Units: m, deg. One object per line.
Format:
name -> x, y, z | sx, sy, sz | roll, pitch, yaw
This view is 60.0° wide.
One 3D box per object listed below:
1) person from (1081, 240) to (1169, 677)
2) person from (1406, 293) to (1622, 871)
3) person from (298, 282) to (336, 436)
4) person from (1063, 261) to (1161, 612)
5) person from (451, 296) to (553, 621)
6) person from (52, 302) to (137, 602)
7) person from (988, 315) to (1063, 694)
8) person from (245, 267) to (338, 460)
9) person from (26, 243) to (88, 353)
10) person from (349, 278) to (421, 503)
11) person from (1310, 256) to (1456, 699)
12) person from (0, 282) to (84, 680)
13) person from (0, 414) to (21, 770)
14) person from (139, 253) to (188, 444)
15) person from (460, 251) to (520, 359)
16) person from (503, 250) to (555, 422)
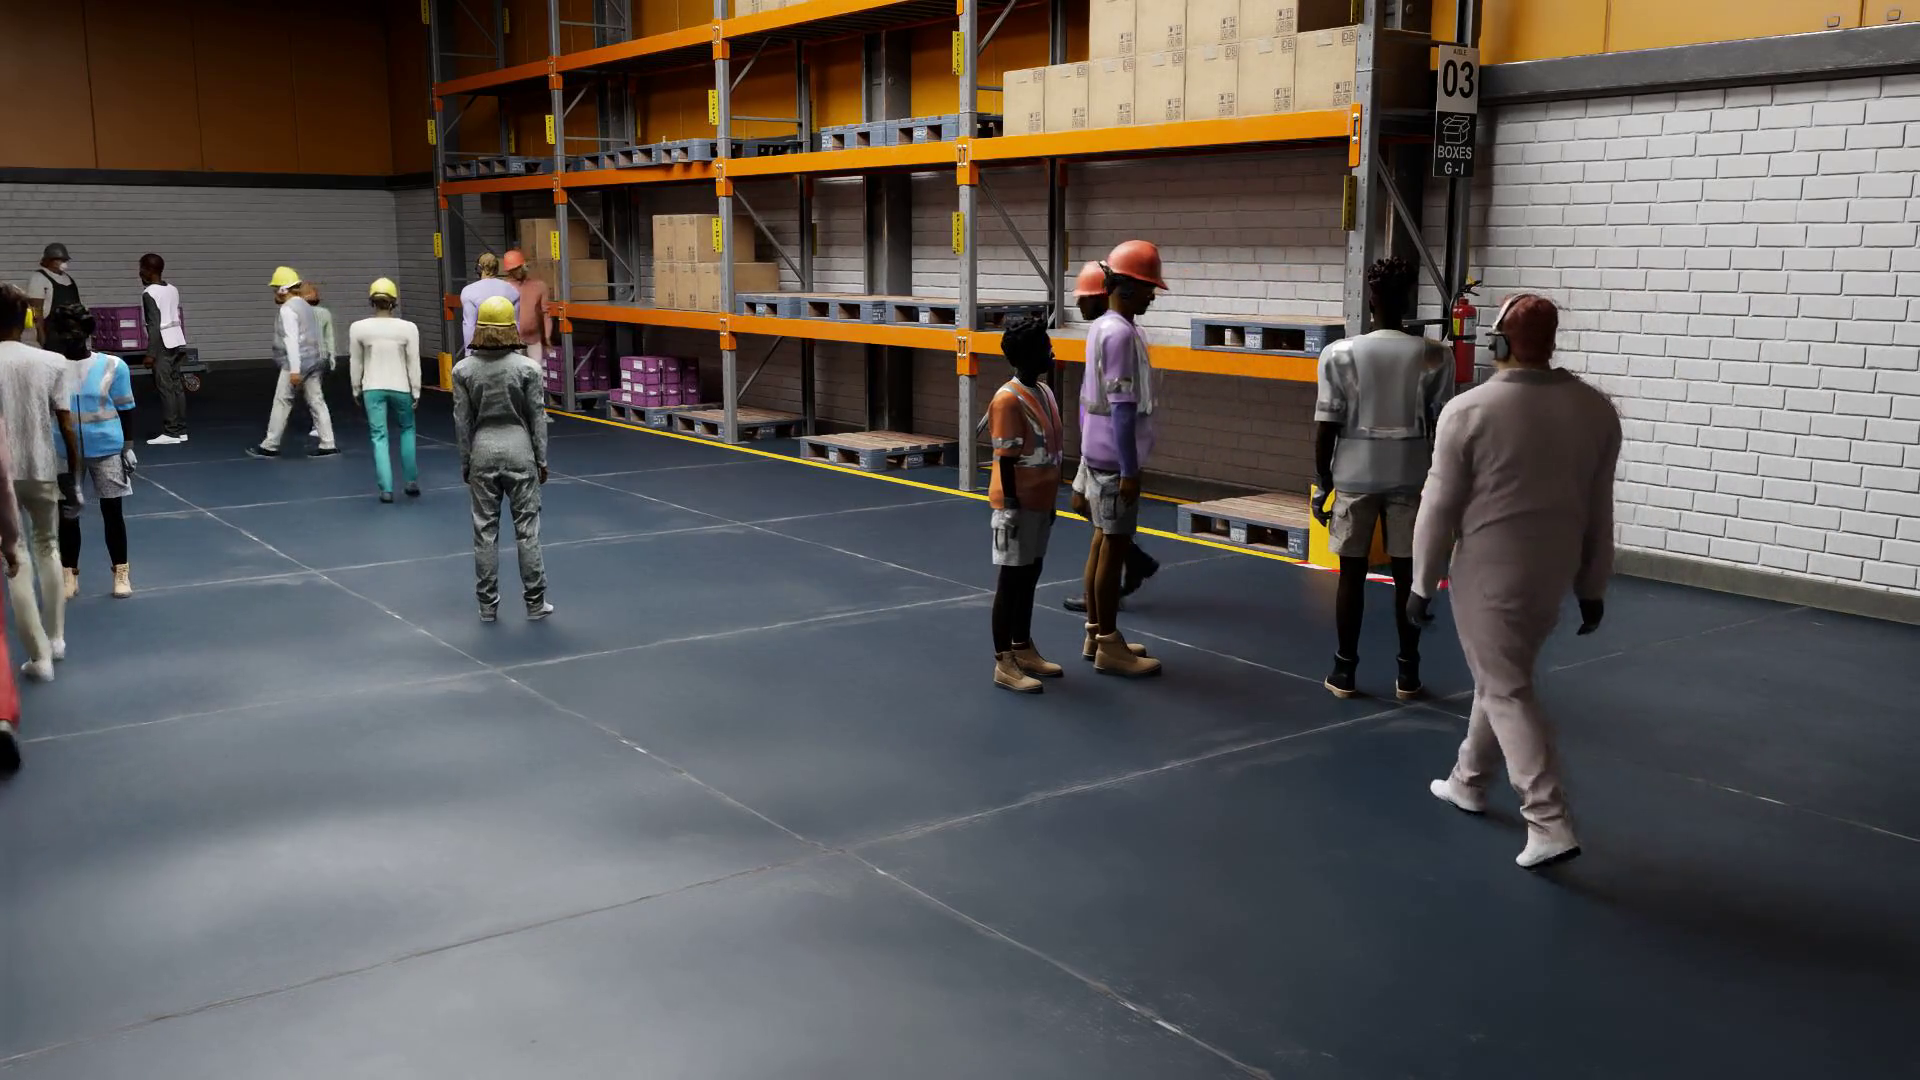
person -> 0.773, -0.383, 7.854 | 0.392, 2.034, 0.605 | -1, 10, -4
person -> 1.841, 0.120, 5.519 | 0.652, 1.866, 0.977 | -3, 10, -15
person -> -6.891, -1.900, 17.540 | 0.620, 1.613, 0.502 | 7, 12, 35
person -> 0.802, -0.549, 9.064 | 0.456, 1.925, 0.553 | 1, 10, 3
person -> -2.449, -0.429, 8.925 | 0.485, 1.744, 0.295 | -1, 10, -6
person -> -4.953, -0.496, 9.421 | 0.540, 1.697, 0.318 | -4, 11, -21
person -> 0.305, -0.167, 7.579 | 0.316, 1.700, 0.541 | 4, 11, 22
person -> -6.292, -1.637, 15.550 | 0.869, 1.790, 0.623 | 0, 10, -1
person -> -10.960, -2.607, 20.293 | 0.536, 2.000, 0.693 | 2, 10, 11
person -> -4.530, -1.182, 13.147 | 0.537, 1.744, 0.703 | -3, 11, -17
person -> 1.868, -0.264, 7.377 | 0.616, 1.964, 0.361 | 1, 10, 7
person -> -4.473, -0.282, 7.859 | 0.512, 1.838, 0.789 | -8, 13, -39
person -> -3.905, 0.031, 6.379 | 0.543, 1.769, 0.619 | -7, 13, -36
person -> -8.071, -1.932, 16.849 | 0.390, 1.922, 0.587 | -1, 10, -3
person -> -4.655, -1.882, 16.521 | 0.372, 1.940, 0.630 | 9, 14, 42
person -> -4.880, -2.234, 18.517 | 0.702, 1.942, 0.732 | -5, 11, -26
